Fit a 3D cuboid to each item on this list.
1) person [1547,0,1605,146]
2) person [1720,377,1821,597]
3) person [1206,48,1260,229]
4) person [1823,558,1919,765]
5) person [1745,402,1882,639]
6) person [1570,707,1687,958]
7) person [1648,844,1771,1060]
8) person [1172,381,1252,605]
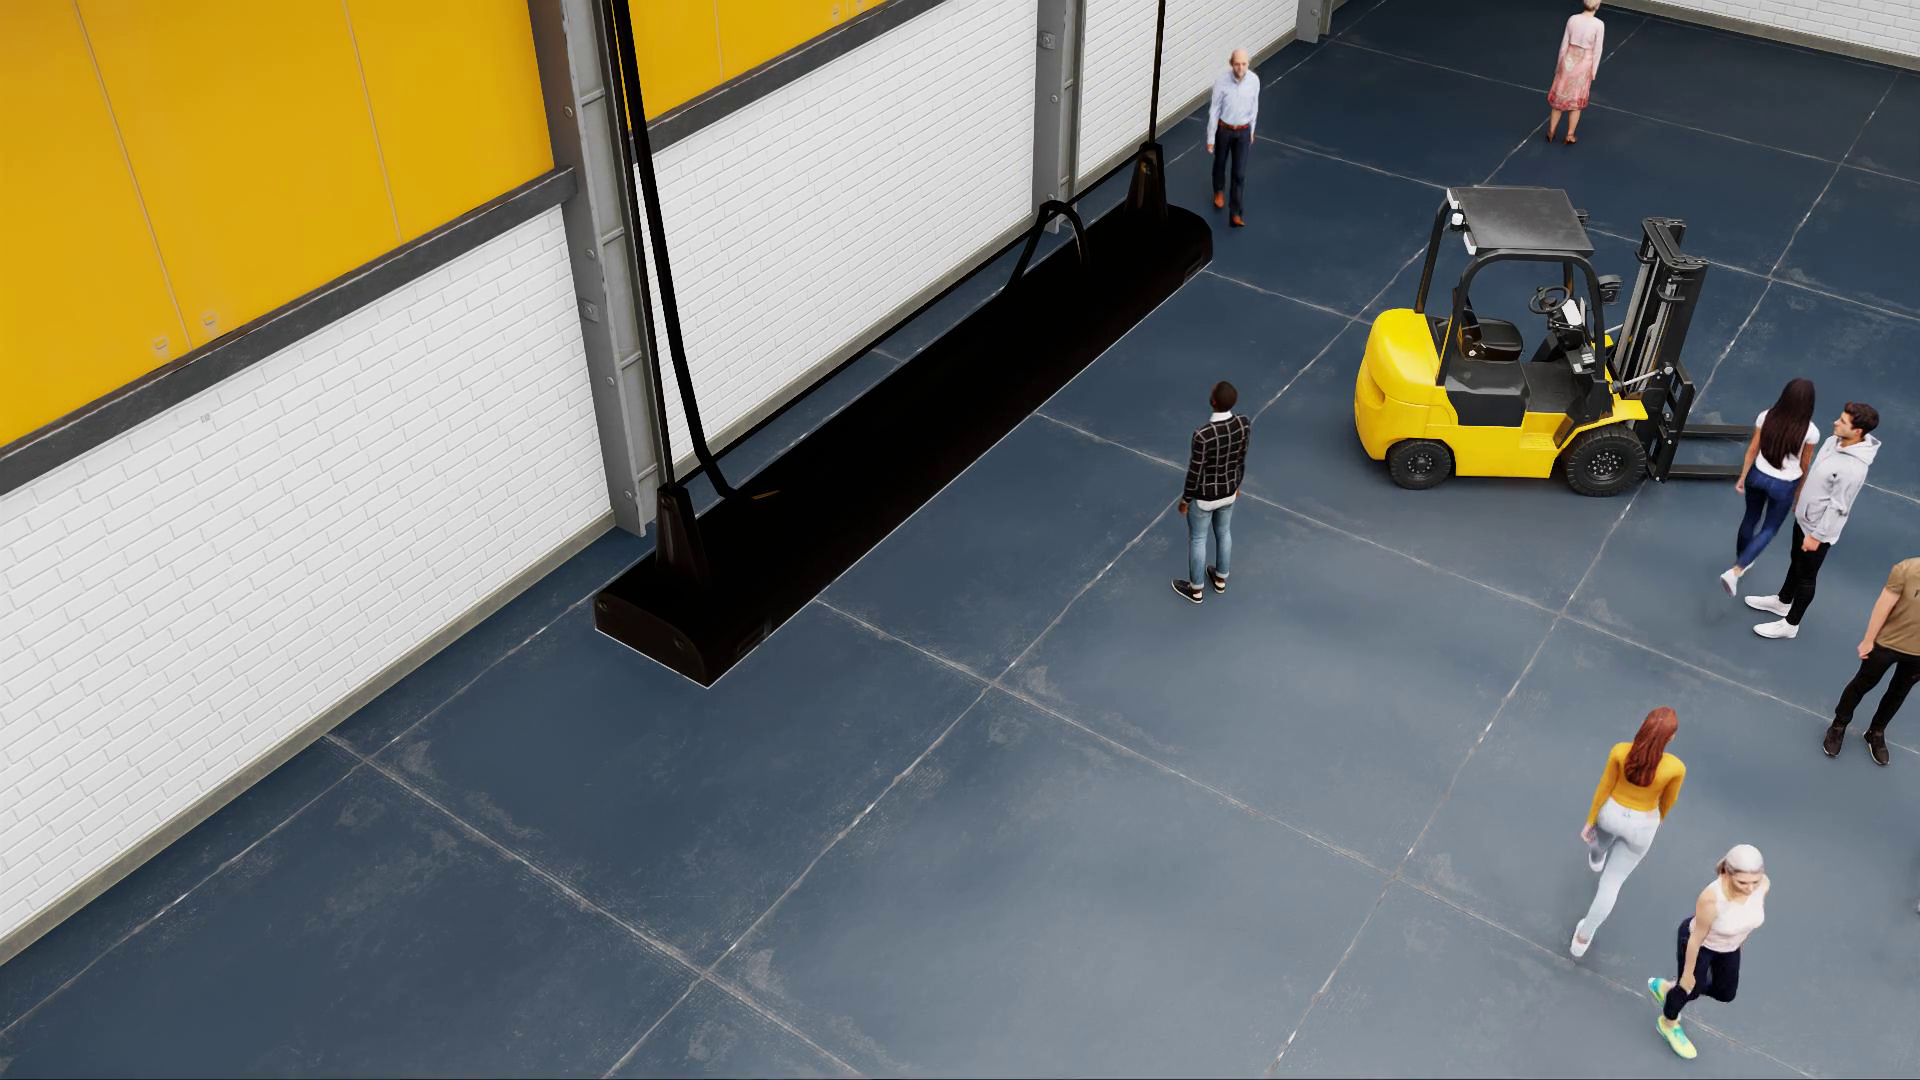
[{"bbox_3d":[6.633,-5.079,17.896,0.593,1.692,0.566,21,43,24],"label":"person"},{"bbox_3d":[5.778,-0.345,11.915,0.999,1.758,0.722,-32,48,-33],"label":"person"},{"bbox_3d":[2.689,-4.056,16.578,1.141,1.738,1.294,-1,39,-1],"label":"person"},{"bbox_3d":[6.024,0.651,10.594,0.737,1.850,0.687,9,40,12],"label":"person"},{"bbox_3d":[5.967,-0.147,11.529,0.827,1.930,0.695,6,39,8],"label":"person"},{"bbox_3d":[3.746,1.694,9.410,0.621,1.698,1.155,19,43,23],"label":"person"},{"bbox_3d":[3.923,2.118,8.887,0.777,1.688,0.850,-18,42,-21],"label":"person"},{"bbox_3d":[1.812,-0.340,11.859,0.663,1.821,0.804,-19,42,-22],"label":"person"}]
